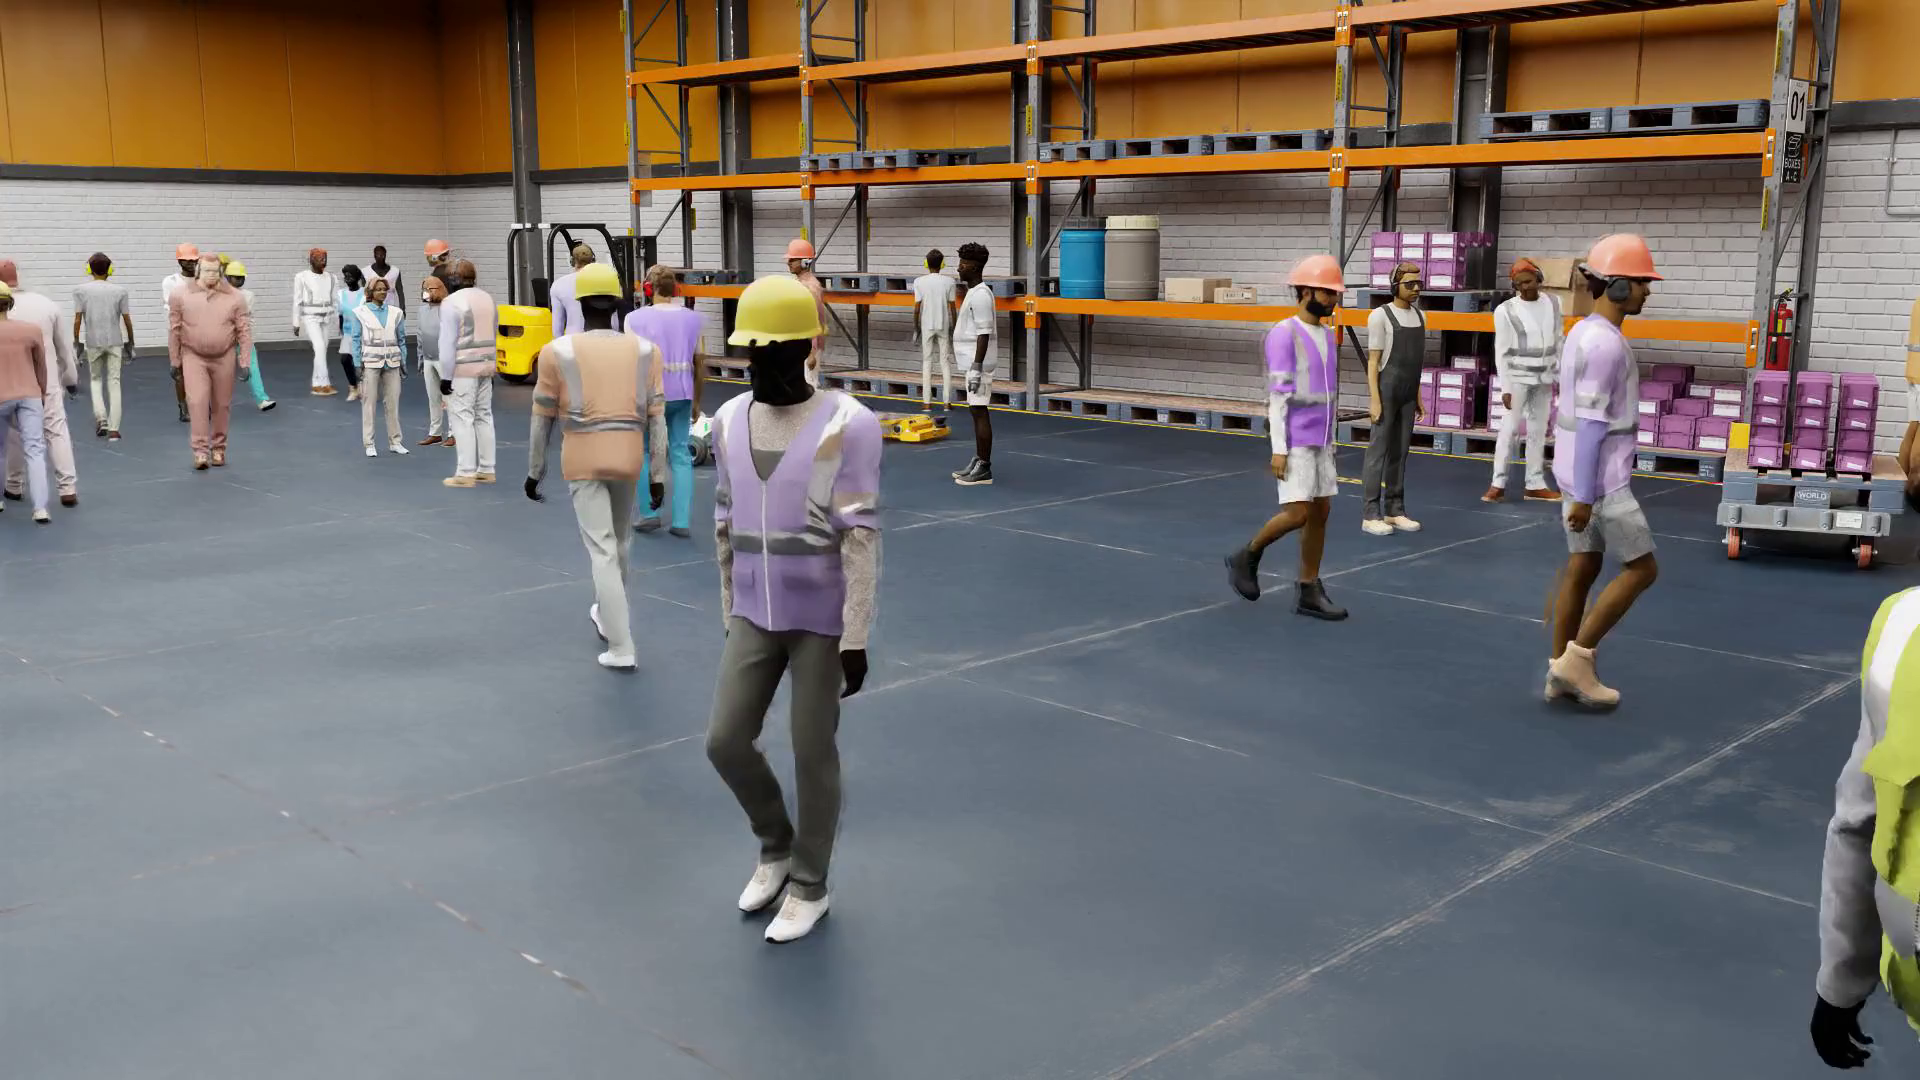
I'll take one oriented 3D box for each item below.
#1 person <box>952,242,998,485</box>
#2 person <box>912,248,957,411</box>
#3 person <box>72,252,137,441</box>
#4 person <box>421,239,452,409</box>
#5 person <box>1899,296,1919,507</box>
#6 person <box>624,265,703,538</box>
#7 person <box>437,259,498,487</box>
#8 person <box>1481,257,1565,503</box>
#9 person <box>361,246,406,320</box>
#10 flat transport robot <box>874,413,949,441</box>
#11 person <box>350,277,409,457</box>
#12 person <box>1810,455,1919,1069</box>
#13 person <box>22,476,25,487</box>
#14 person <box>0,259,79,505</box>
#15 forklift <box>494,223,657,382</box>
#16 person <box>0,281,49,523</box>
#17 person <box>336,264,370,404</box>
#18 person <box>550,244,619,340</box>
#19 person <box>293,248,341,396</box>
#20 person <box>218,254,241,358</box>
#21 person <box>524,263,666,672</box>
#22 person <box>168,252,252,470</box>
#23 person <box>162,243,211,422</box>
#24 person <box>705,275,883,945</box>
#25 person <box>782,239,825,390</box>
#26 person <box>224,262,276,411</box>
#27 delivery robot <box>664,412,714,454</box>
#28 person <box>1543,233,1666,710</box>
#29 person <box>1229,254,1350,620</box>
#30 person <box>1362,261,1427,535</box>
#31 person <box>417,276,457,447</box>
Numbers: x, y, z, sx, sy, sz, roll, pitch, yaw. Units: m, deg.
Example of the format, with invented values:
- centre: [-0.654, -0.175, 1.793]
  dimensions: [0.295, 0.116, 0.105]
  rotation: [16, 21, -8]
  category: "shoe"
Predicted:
- centre: [0.125, -1.428, 13.568]
  dimensions: [0.367, 1.954, 0.604]
  rotation: [0, 10, -2]
  category: "person"
- centre: [-0.285, -2.412, 19.168]
  dimensions: [0.533, 1.868, 0.310]
  rotation: [-1, 10, -6]
  category: "person"
- centre: [-8.485, -1.914, 16.492]
  dimensions: [0.566, 1.847, 0.517]
  rotation: [-4, 11, -22]
  category: "person"
- centre: [-6.038, -2.499, 19.342]
  dimensions: [0.431, 1.981, 0.620]
  rotation: [0, 10, -1]
  category: "person"
- centre: [7.258, -1.205, 12.394]
  dimensions: [0.362, 1.935, 0.553]
  rotation: [3, 11, 14]
  category: "person"
- centre: [-2.026, -0.936, 11.232]
  dimensions: [0.589, 1.821, 0.647]
  rotation: [-7, 12, -33]
  category: "person"
- centre: [-3.989, -1.343, 13.456]
  dimensions: [0.430, 1.834, 0.632]
  rotation: [4, 11, 20]
  category: "person"
- centre: [4.319, -1.194, 12.572]
  dimensions: [0.688, 1.860, 0.344]
  rotation: [-3, 11, -18]
  category: "person"
- centre: [-8.866, -3.582, 25.578]
  dimensions: [0.607, 1.872, 1.028]
  rotation: [-5, 11, -24]
  category: "person"
- centre: [-0.887, -1.155, 16.670]
  dimensions: [1.431, 0.197, 0.652]
  rotation: [5, 12, 26]
  category: "flat transport robot"
- centre: [-5.342, -1.595, 15.325]
  dimensions: [0.514, 1.645, 0.307]
  rotation: [-9, 14, -41]
  category: "person"
- centre: [1.529, 0.709, 2.369]
  dimensions: [0.984, 1.784, 0.654]
  rotation: [-2, 11, -12]
  category: "person"
- centre: [-7.834, -1.209, 13.374]
  dimensions: [0.871, 1.590, 0.511]
  rotation: [10, 14, 43]
  category: "person"
- centre: [-7.026, -1.184, 12.536]
  dimensions: [1.005, 1.839, 0.778]
  rotation: [7, 12, 33]
  category: "person"
- centre: [-5.316, -3.263, 22.920]
  dimensions: [2.313, 2.155, 1.214]
  rotation: [-10, 14, -44]
  category: "forklift"
- centre: [-6.776, -0.994, 11.858]
  dimensions: [0.533, 1.715, 0.943]
  rotation: [-9, 13, -39]
  category: "person"
- centre: [-7.221, -2.457, 19.944]
  dimensions: [0.546, 1.659, 0.438]
  rotation: [1, 10, 8]
  category: "person"
- centre: [-3.565, -1.843, 15.874]
  dimensions: [0.627, 1.940, 0.372]
  rotation: [-1, 10, -7]
  category: "person"
- centre: [-8.000, -2.732, 20.939]
  dimensions: [0.821, 1.853, 0.596]
  rotation: [8, 13, 37]
  category: "person"
- centre: [-12.075, -3.827, 27.325]
  dimensions: [0.902, 1.699, 0.485]
  rotation: [-10, 14, -43]
  category: "person"
- centre: [-1.748, -0.362, 7.929]
  dimensions: [0.615, 1.881, 0.945]
  rotation: [-6, 12, -31]
  category: "person"
- centre: [-6.456, -1.532, 14.369]
  dimensions: [0.656, 1.863, 0.911]
  rotation: [-6, 12, -30]
  category: "person"
- centre: [-8.372, -2.261, 18.151]
  dimensions: [0.361, 1.939, 0.542]
  rotation: [8, 13, 37]
  category: "person"
- centre: [-0.485, 0.208, 4.756]
  dimensions: [0.600, 1.911, 0.413]
  rotation: [5, 12, 27]
  category: "person"
- centre: [-1.455, -1.802, 15.534]
  dimensions: [0.400, 1.990, 0.616]
  rotation: [-3, 11, -18]
  category: "person"
- centre: [-8.258, -2.303, 18.998]
  dimensions: [0.954, 1.714, 0.524]
  rotation: [8, 13, 38]
  category: "person"
- centre: [-2.446, -1.004, 14.815]
  dimensions: [0.707, 0.478, 0.477]
  rotation: [5, 12, 27]
  category: "delivery robot"
- centre: [2.732, -0.271, 7.059]
  dimensions: [0.447, 2.026, 0.618]
  rotation: [1, 10, 8]
  category: "person"
- centre: [1.784, -0.539, 8.789]
  dimensions: [0.570, 1.923, 0.600]
  rotation: [-10, 15, -44]
  category: "person"
- centre: [2.972, -0.961, 11.318]
  dimensions: [0.505, 1.847, 0.347]
  rotation: [-7, 12, -32]
  category: "person"
- centre: [-5.022, -1.710, 15.979]
  dimensions: [0.497, 1.633, 0.285]
  rotation: [6, 12, 29]
  category: "person"
